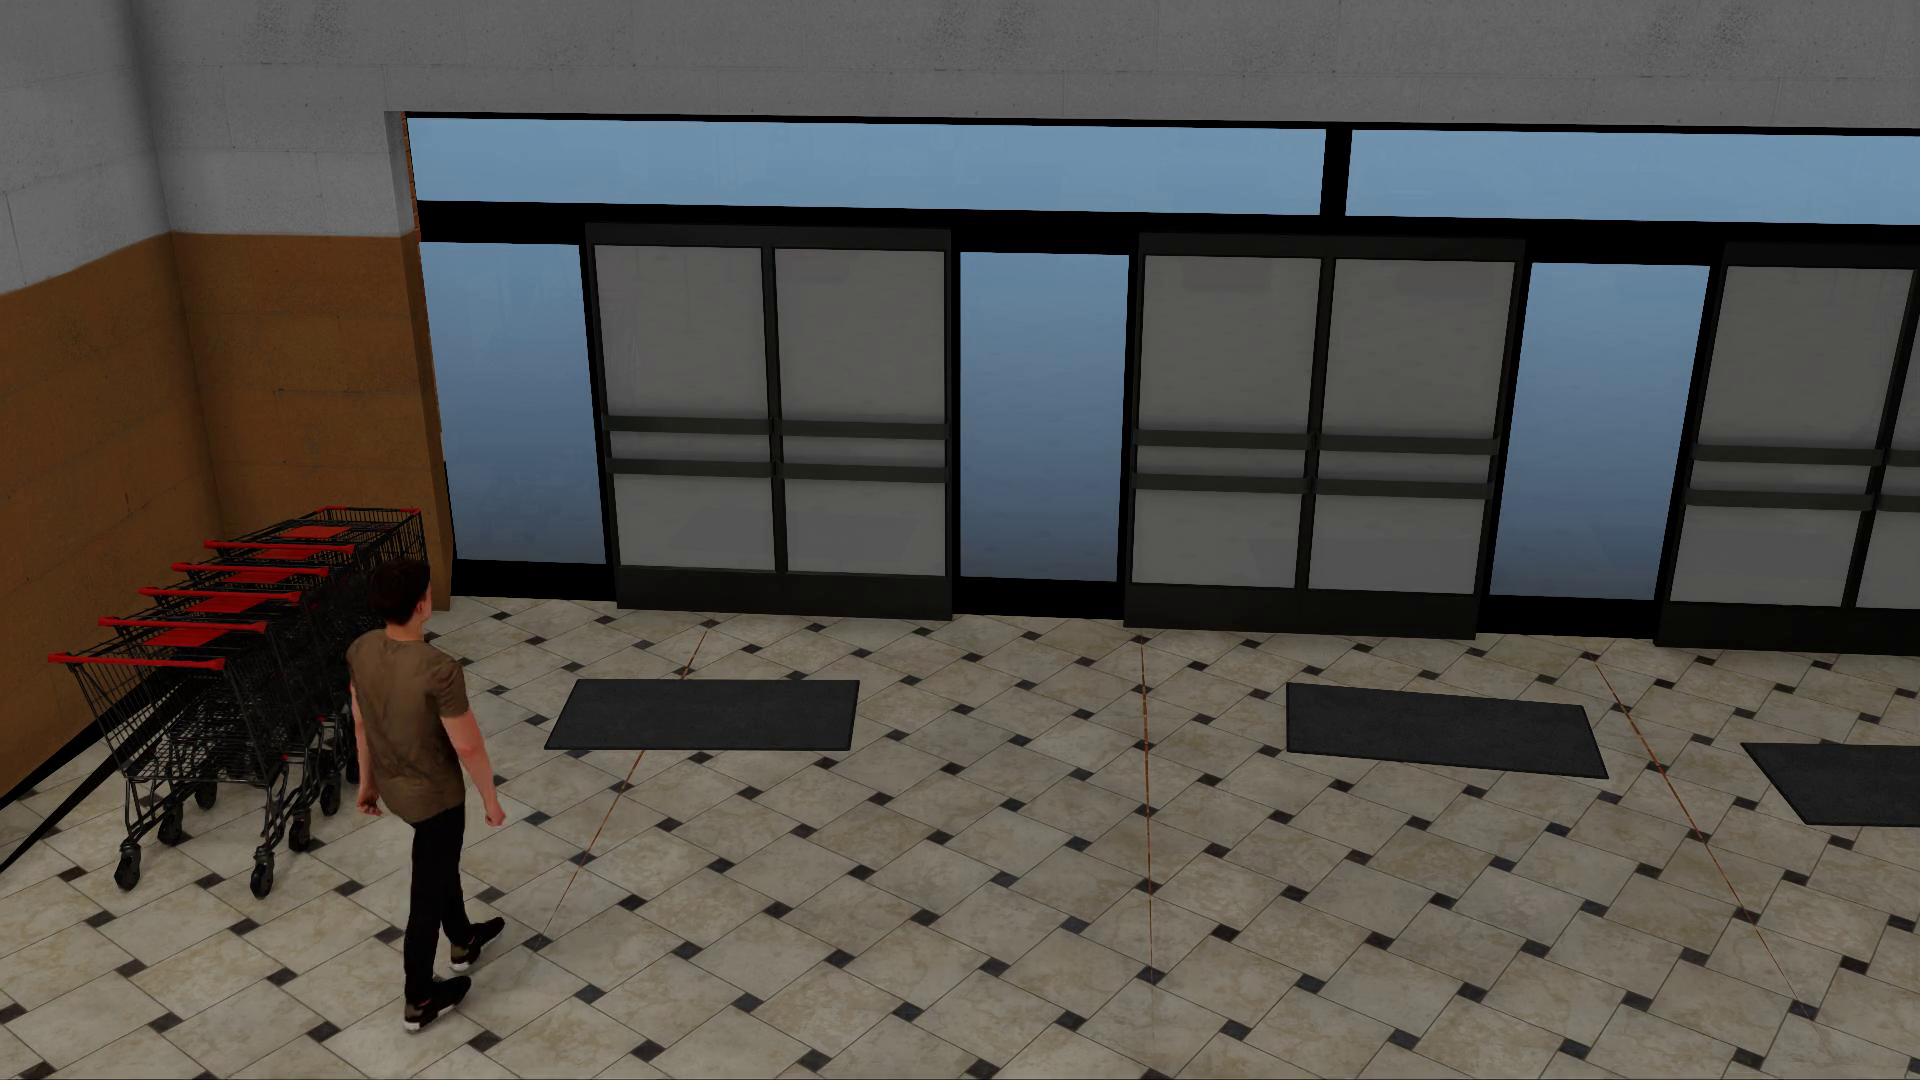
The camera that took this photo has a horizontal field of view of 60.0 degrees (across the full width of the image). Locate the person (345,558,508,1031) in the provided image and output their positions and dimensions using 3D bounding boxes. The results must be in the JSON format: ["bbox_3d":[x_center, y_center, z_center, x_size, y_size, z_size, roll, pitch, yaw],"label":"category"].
[{"bbox_3d":[-2.029,0.964,6.057,0.902,1.834,1.015,12,25,28],"label":"person"}]
